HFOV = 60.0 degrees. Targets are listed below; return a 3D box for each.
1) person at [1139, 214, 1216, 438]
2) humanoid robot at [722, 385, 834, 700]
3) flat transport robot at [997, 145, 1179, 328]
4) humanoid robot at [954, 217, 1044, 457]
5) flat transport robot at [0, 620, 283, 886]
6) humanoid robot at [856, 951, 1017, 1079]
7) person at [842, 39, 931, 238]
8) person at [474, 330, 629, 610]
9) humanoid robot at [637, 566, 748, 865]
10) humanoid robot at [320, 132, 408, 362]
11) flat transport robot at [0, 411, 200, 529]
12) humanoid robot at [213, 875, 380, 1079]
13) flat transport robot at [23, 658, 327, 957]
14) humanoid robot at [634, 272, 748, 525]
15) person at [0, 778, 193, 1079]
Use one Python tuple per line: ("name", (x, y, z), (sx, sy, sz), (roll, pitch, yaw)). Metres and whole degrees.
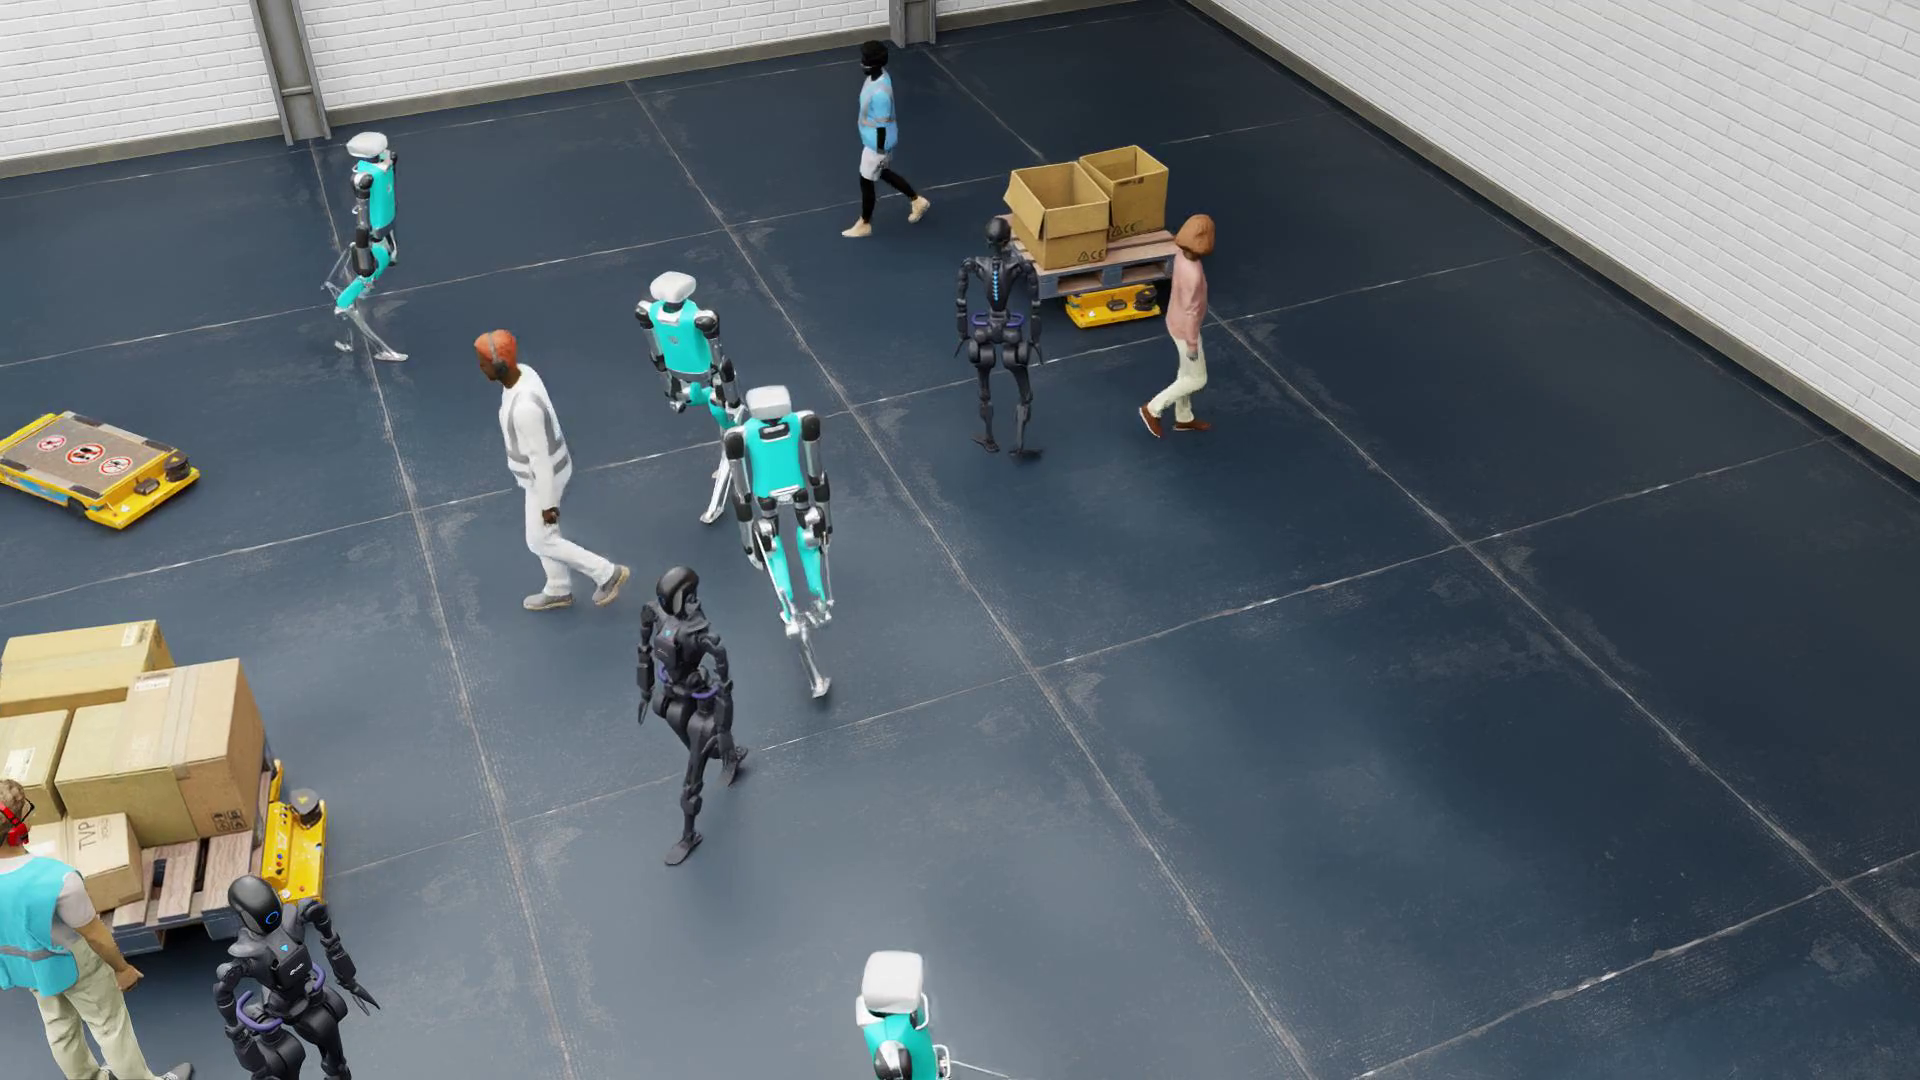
("person", (1.493, -1.393, 10.971), (0.464, 1.617, 0.519), (-1, 38, -1))
("humanoid robot", (-0.869, 0.107, 8.965), (0.551, 1.741, 1.010), (-13, 39, -17))
("flat transport robot", (0.980, -2.110, 13.020), (0.659, 0.231, 1.431), (-11, 39, -14))
("humanoid robot", (0.251, -1.277, 10.785), (0.616, 1.647, 0.452), (5, 38, 6))
("flat transport robot", (-4.219, 1.439, 8.401), (1.431, 0.231, 0.659), (-7, 38, -9))
("humanoid robot", (0.127, 2.178, 6.283), (0.986, 1.762, 0.553), (-3, 38, -4))
("person", (-0.618, -3.206, 13.302), (0.692, 1.677, 0.558), (-2, 38, -3))
("person", (-2.322, -0.372, 9.453), (0.586, 1.861, 0.619), (-9, 38, -11))
("humanoid robot", (-1.294, 0.784, 8.143), (0.603, 1.635, 0.789), (22, 43, 26))
("humanoid robot", (-4.302, -1.990, 11.731), (0.893, 1.847, 0.554), (4, 38, 5))
("flat transport robot", (-5.774, -0.491, 10.913), (1.431, 0.231, 0.659), (17, 41, 21))
("humanoid robot", (-2.626, 1.913, 6.616), (0.315, 1.657, 0.599), (20, 42, 24))
("flat transport robot", (-3.880, 1.631, 8.150), (1.431, 0.231, 0.659), (-9, 38, -11))
("humanoid robot", (-1.541, -1.002, 10.393), (0.554, 1.746, 0.924), (13, 39, 16))
("person", (-3.655, 1.717, 6.744), (0.567, 1.843, 0.374), (6, 38, 8))
